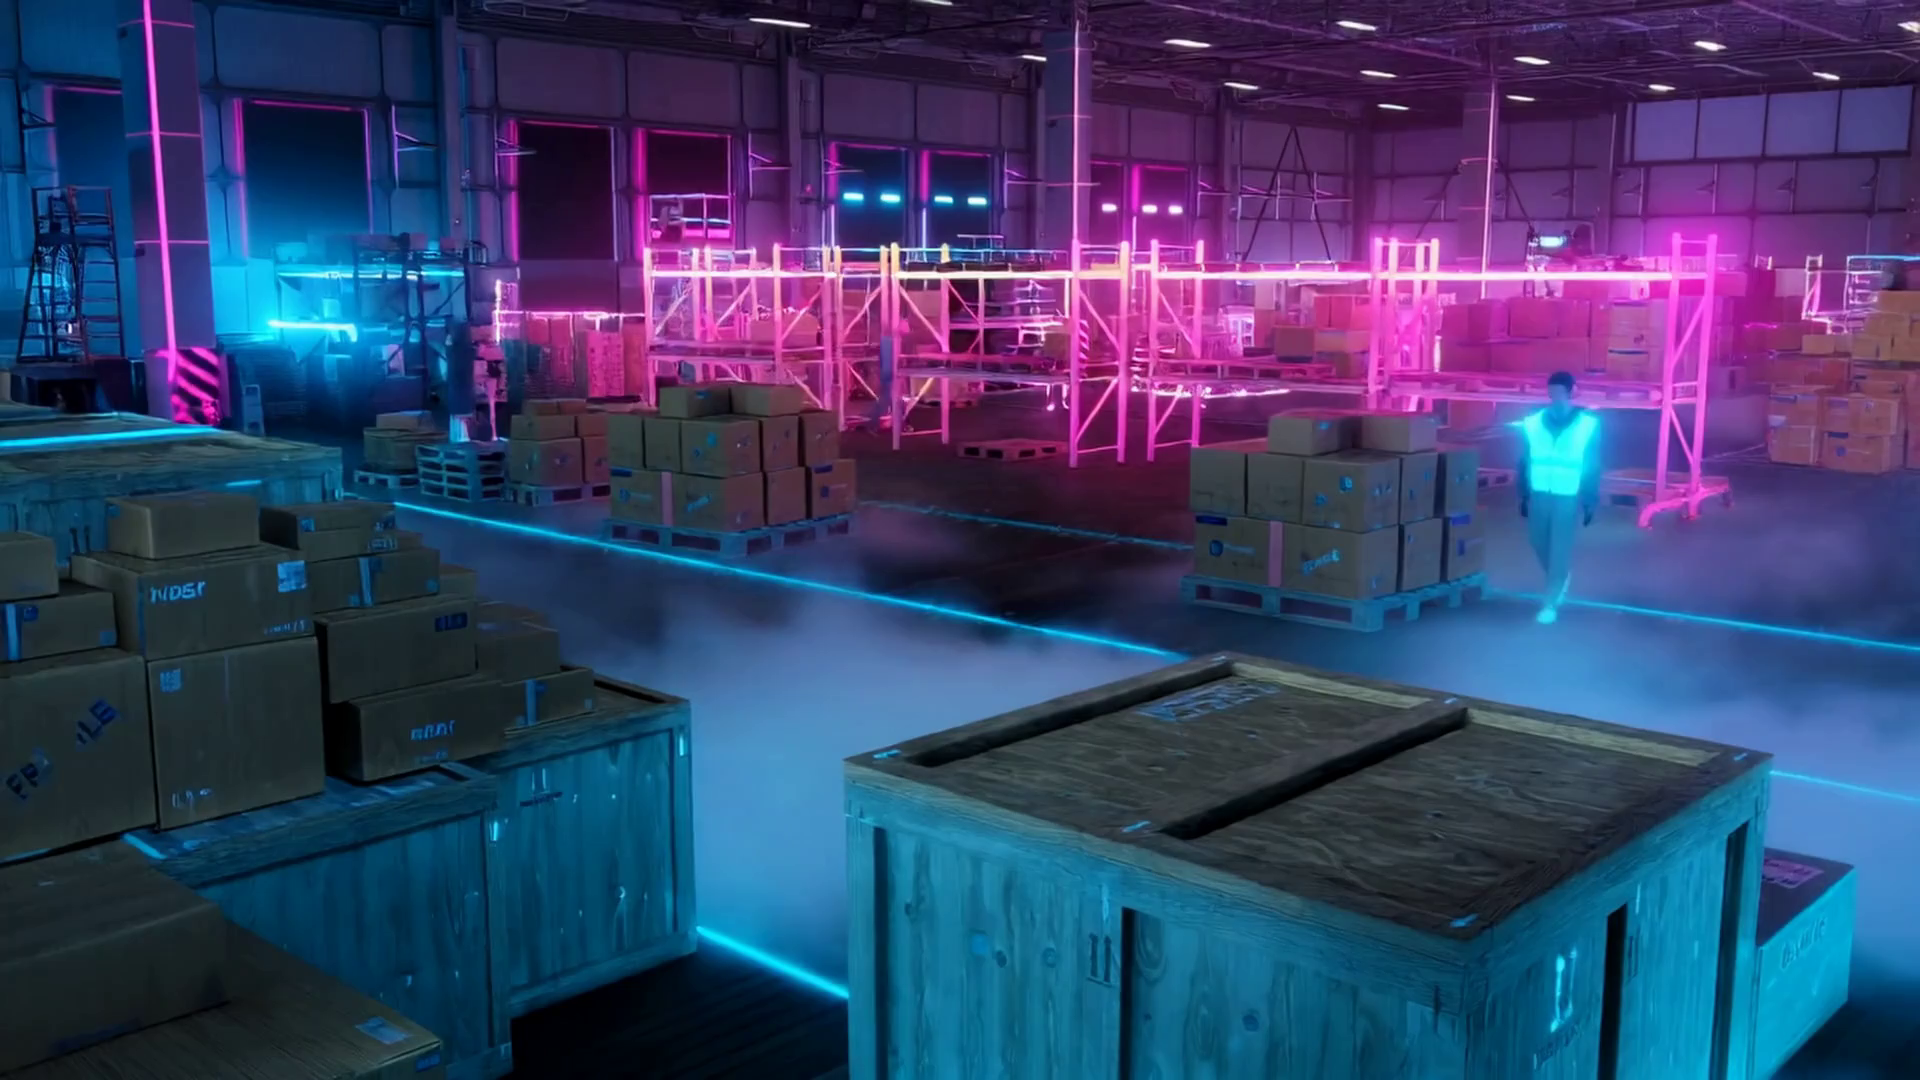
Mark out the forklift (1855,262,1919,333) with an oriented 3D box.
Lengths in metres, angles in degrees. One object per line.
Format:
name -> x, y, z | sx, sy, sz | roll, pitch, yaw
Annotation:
forklift -> 23.390, -5.543, 41.532 | 1.129, 2.768, 1.873 | -1, 9, -5

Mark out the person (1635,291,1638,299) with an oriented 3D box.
person -> 22.592, -7.407, 55.873 | 0.631, 1.935, 0.368 | -9, 13, -43

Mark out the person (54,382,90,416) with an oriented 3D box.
person -> -6.535, -0.290, 12.561 | 0.779, 1.827, 0.518 | -2, 10, -15

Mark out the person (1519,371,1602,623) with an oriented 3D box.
person -> 4.564, -0.344, 12.672 | 0.597, 1.901, 0.693 | 8, 12, 39

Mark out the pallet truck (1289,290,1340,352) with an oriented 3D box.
pallet truck -> 11.297, -6.951, 52.861 | 1.885, 1.965, 0.823 | -5, 11, -29

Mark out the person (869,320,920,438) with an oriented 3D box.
person -> -1.050, -2.528, 26.197 | 0.600, 1.856, 1.040 | 8, 12, 40

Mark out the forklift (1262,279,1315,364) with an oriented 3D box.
forklift -> 8.555, -6.090, 44.881 | 1.873, 2.768, 1.129 | 9, 13, 43

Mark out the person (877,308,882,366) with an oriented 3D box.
person -> -2.052, -5.358, 44.221 | 0.313, 1.634, 0.514 | 1, 9, 4

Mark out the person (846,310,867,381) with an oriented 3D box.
person -> -2.443, -4.599, 39.414 | 0.542, 1.685, 0.389 | 2, 9, 11

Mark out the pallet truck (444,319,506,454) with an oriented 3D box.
pallet truck -> -6.981, -1.942, 22.150 | 1.885, 1.965, 0.823 | 1, 9, 9

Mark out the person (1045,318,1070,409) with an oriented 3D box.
person -> 1.851, -3.333, 31.477 | 0.484, 1.739, 0.319 | -2, 9, -11
